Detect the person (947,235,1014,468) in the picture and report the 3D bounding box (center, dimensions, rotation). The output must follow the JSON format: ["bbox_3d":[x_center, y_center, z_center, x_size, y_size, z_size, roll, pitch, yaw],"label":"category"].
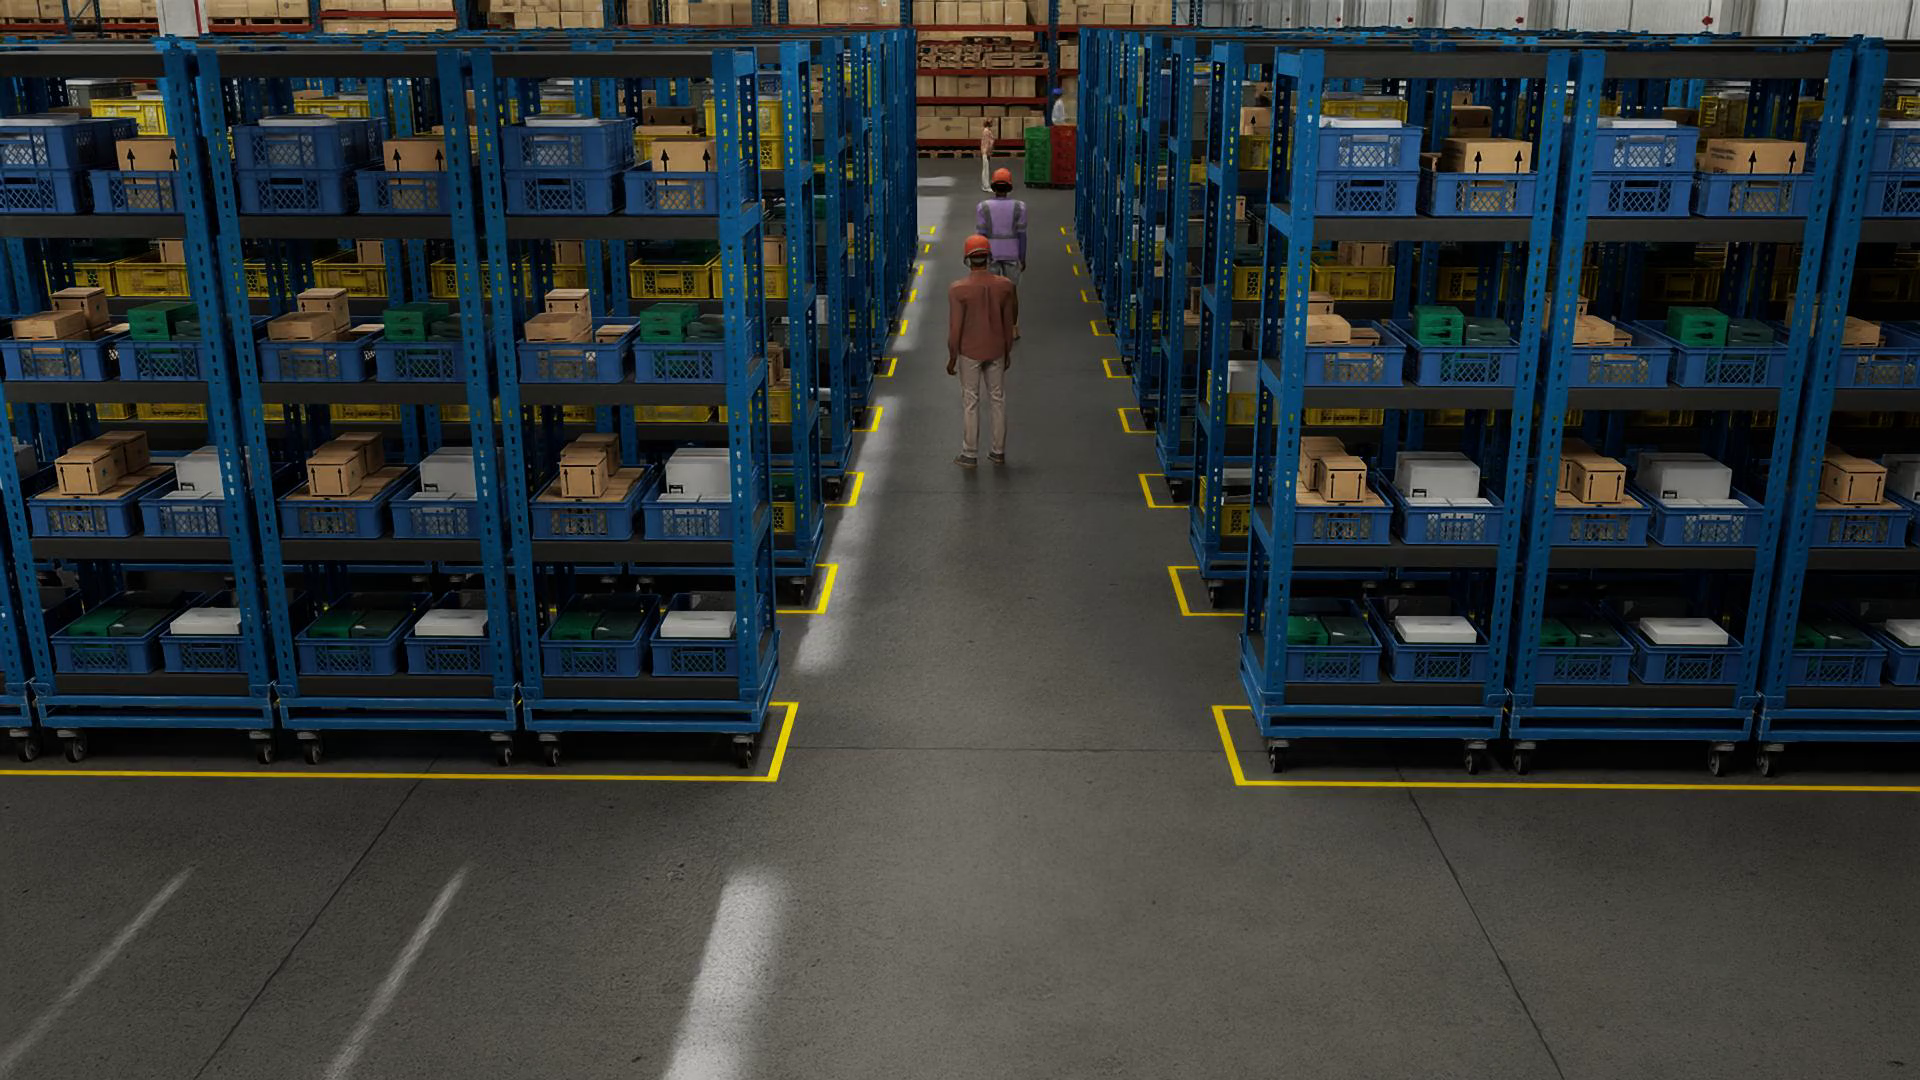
[{"bbox_3d":[0.168,-1.605,14.223,0.610,1.985,0.393,-8,19,-23],"label":"person"}]

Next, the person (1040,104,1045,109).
[{"bbox_3d":[2.313,-13.252,51.488,0.643,1.907,0.569,-12,21,-33],"label":"person"}]

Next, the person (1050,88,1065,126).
[{"bbox_3d":[2.632,-11.283,45.159,0.430,1.927,0.615,1,17,2],"label":"person"}]

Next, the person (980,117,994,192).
[{"bbox_3d":[0.611,-8.592,37.058,0.309,1.641,0.513,0,17,-1],"label":"person"}]

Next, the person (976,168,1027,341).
[{"bbox_3d":[0.493,-3.389,19.817,0.606,2.044,0.374,-1,17,-2],"label":"person"}]
